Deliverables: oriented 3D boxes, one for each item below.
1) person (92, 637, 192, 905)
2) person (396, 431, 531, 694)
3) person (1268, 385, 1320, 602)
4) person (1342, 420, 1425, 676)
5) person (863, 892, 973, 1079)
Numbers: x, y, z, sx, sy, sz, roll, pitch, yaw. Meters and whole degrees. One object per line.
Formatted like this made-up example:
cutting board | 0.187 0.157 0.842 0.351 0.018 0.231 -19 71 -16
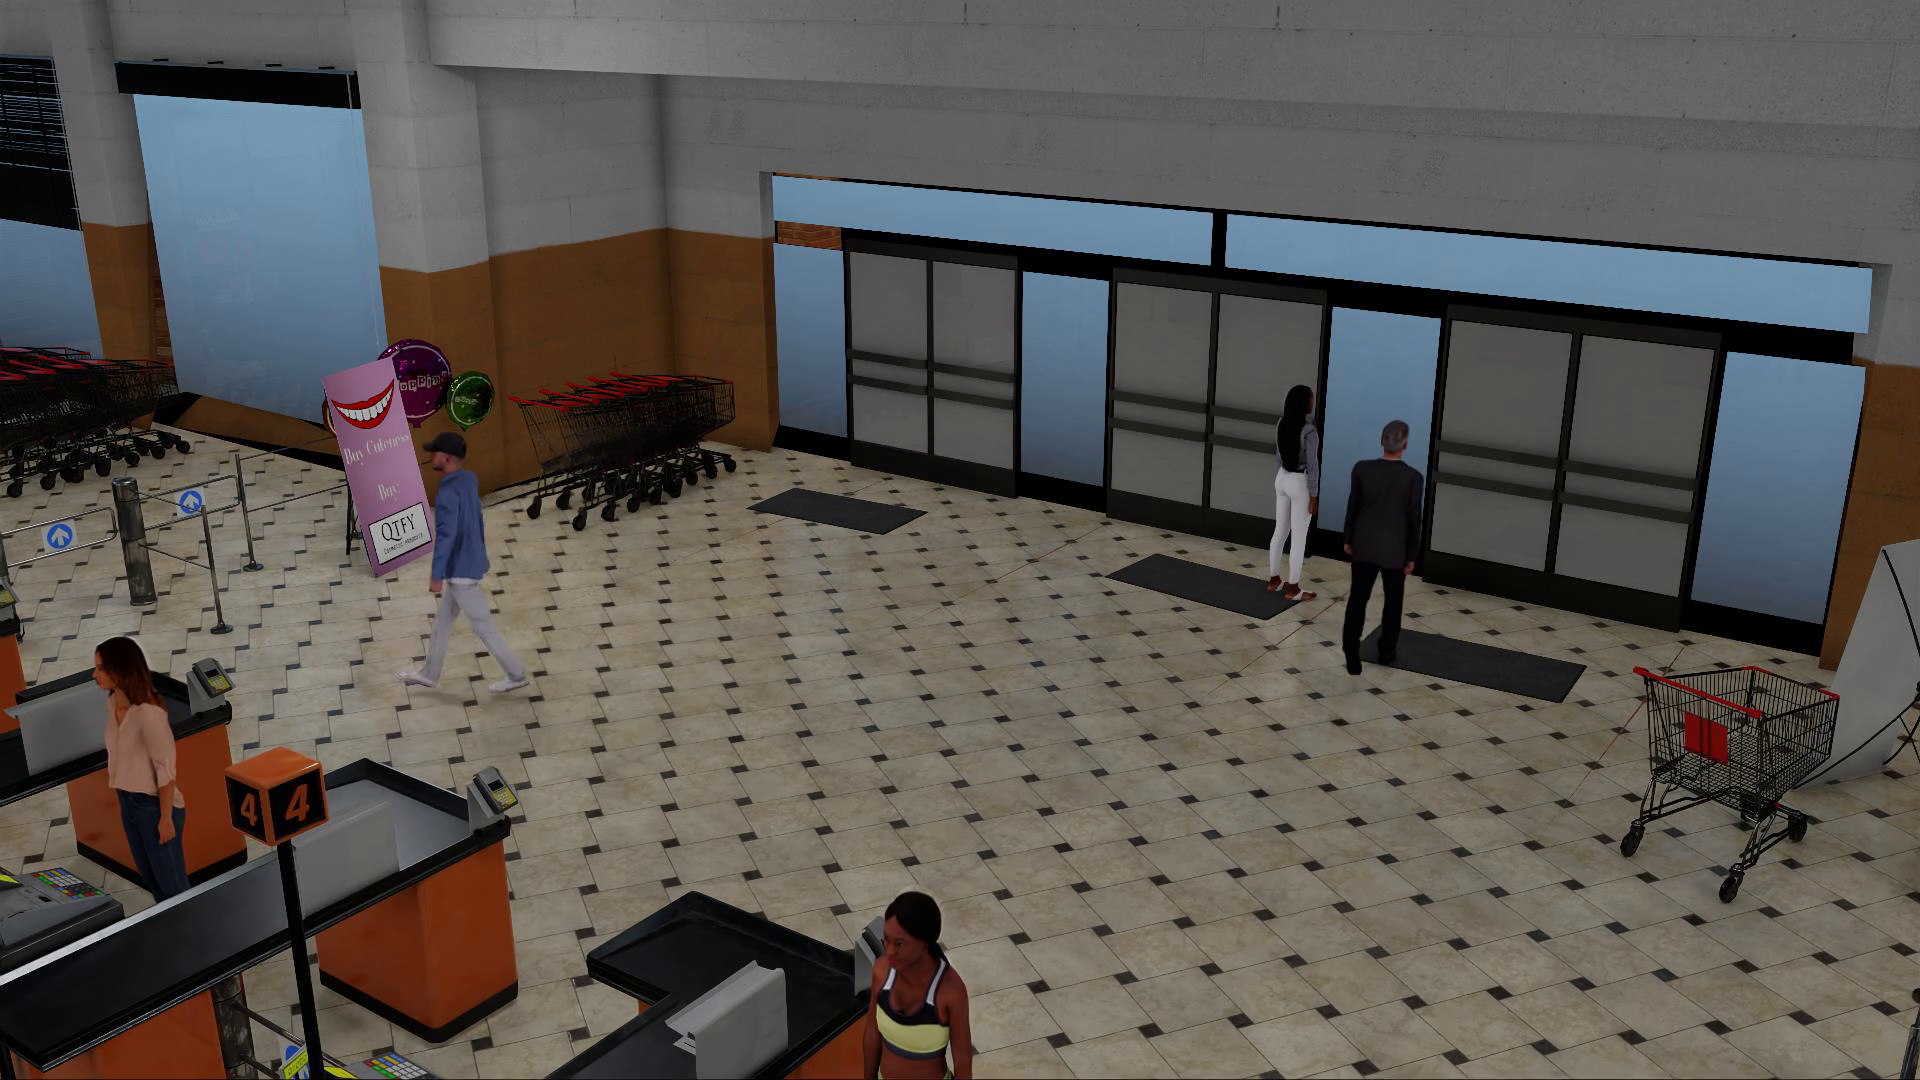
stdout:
person | -3.905 1.299 8.040 0.607 1.791 0.531 15 24 37
person | -3.272 0.204 11.212 1.170 1.840 1.192 -1 19 -2
person | 2.648 -0.386 13.144 0.661 1.724 0.669 -9 21 -25
person | 2.917 0.076 11.621 0.853 1.822 1.125 8 20 23
person | -0.142 2.025 5.947 0.583 1.753 0.525 10 21 28
